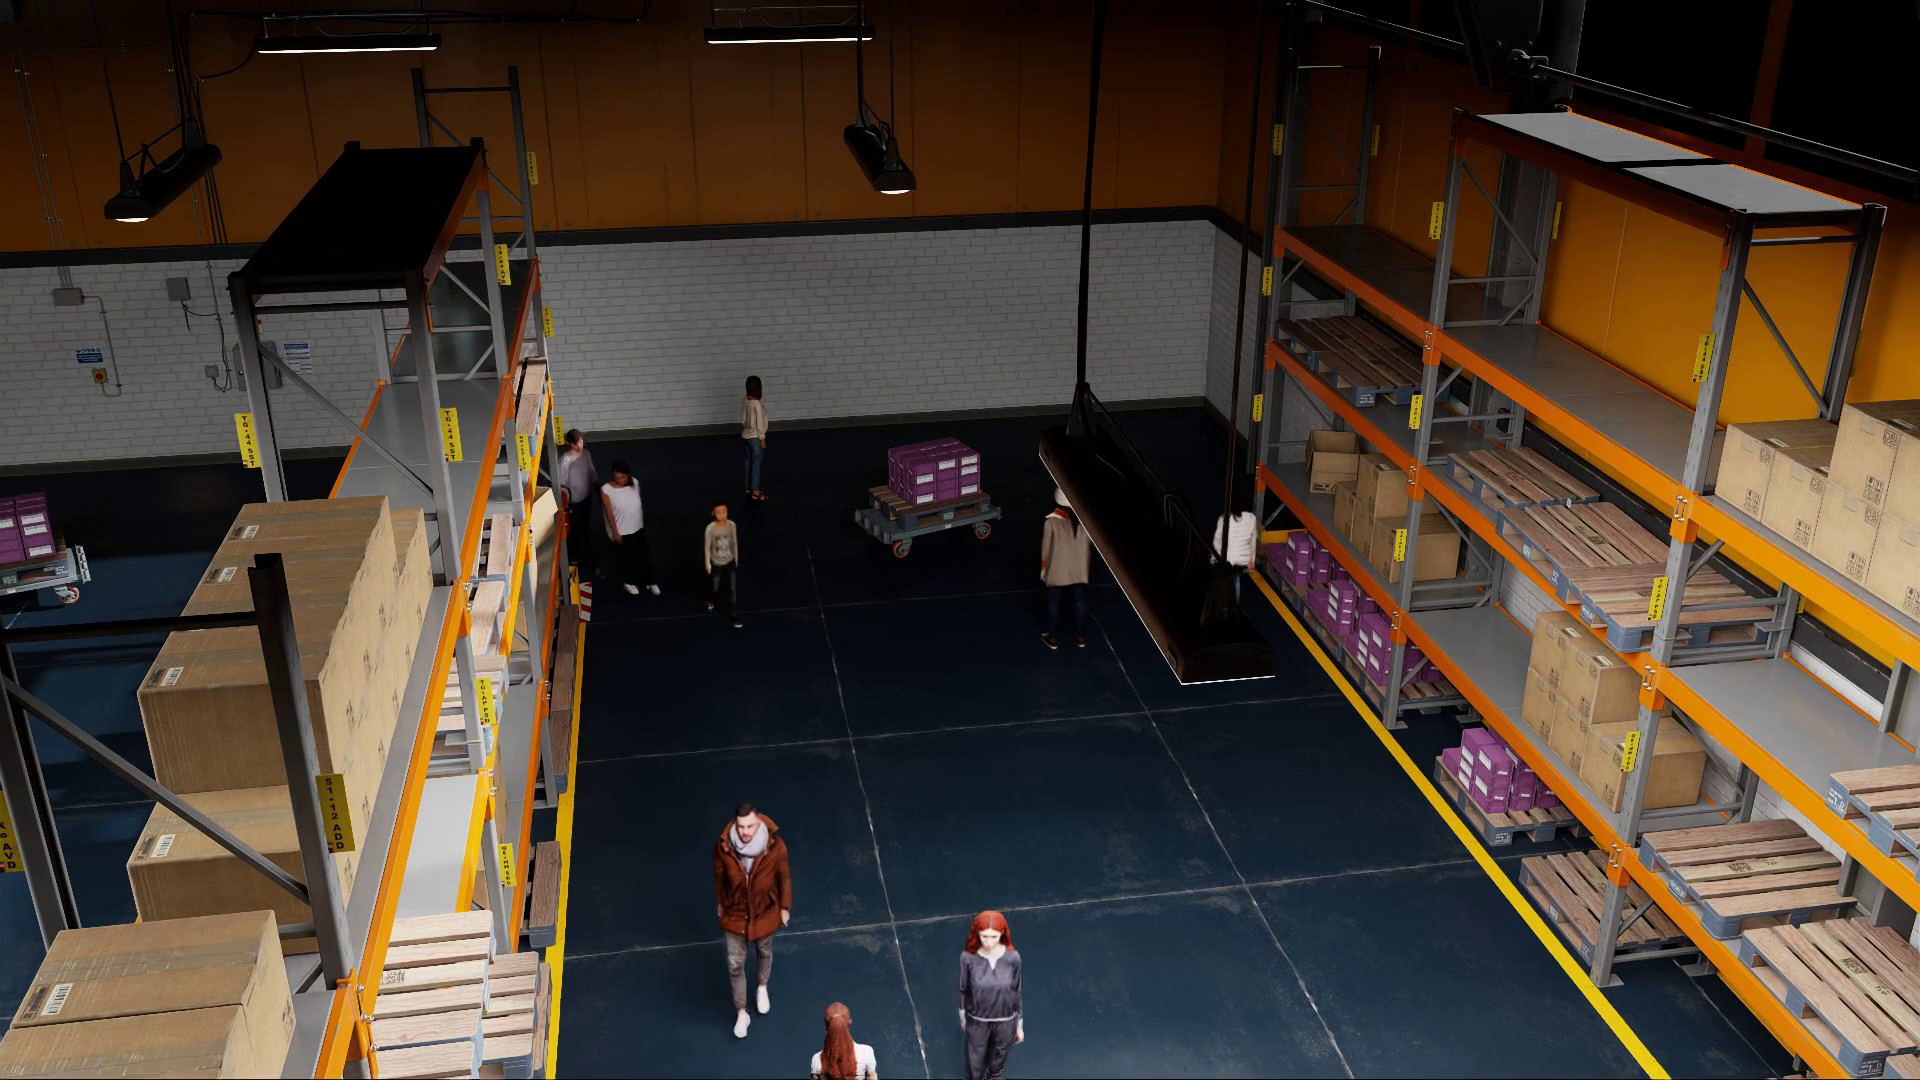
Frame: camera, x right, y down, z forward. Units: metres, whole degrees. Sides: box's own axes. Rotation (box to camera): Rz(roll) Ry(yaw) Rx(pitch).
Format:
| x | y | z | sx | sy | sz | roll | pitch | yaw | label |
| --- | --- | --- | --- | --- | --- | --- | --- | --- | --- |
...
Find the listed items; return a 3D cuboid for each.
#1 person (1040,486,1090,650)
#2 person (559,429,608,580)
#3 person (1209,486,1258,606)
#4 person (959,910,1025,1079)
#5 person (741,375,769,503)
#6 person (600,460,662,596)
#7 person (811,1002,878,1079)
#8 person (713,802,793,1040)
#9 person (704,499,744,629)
| x | y | z | sx | sy | sz | roll | pitch | yaw | label |
| --- | --- | --- | --- | --- | --- | --- | --- | --- | --- |
| 1.136 | 0.256 | 17.749 | 0.688 | 1.886 | 0.654 | -4 | 24 | -10 | person |
| -4.534 | -0.465 | 19.504 | 1.119 | 1.801 | 1.101 | 8 | 25 | 17 | person |
| 3.012 | 0.221 | 18.157 | 0.631 | 1.623 | 0.658 | -6 | 24 | -13 | person |
| 0.210 | 3.183 | 11.201 | 0.618 | 1.768 | 0.612 | -1 | 24 | -1 | person |
| -2.692 | -1.330 | 21.639 | 0.741 | 1.676 | 0.602 | -13 | 27 | -27 | person |
| -3.830 | -0.160 | 18.974 | 0.836 | 1.667 | 0.887 | -19 | 30 | -37 | person |
| -0.691 | 3.655 | 10.176 | 0.597 | 1.724 | 0.596 | -6 | 24 | -14 | person |
| -1.541 | 2.685 | 12.271 | 0.715 | 1.823 | 0.824 | -3 | 24 | -8 | person |
| -2.654 | 0.223 | 18.374 | 0.762 | 1.446 | 0.987 | -14 | 27 | -29 | person |
